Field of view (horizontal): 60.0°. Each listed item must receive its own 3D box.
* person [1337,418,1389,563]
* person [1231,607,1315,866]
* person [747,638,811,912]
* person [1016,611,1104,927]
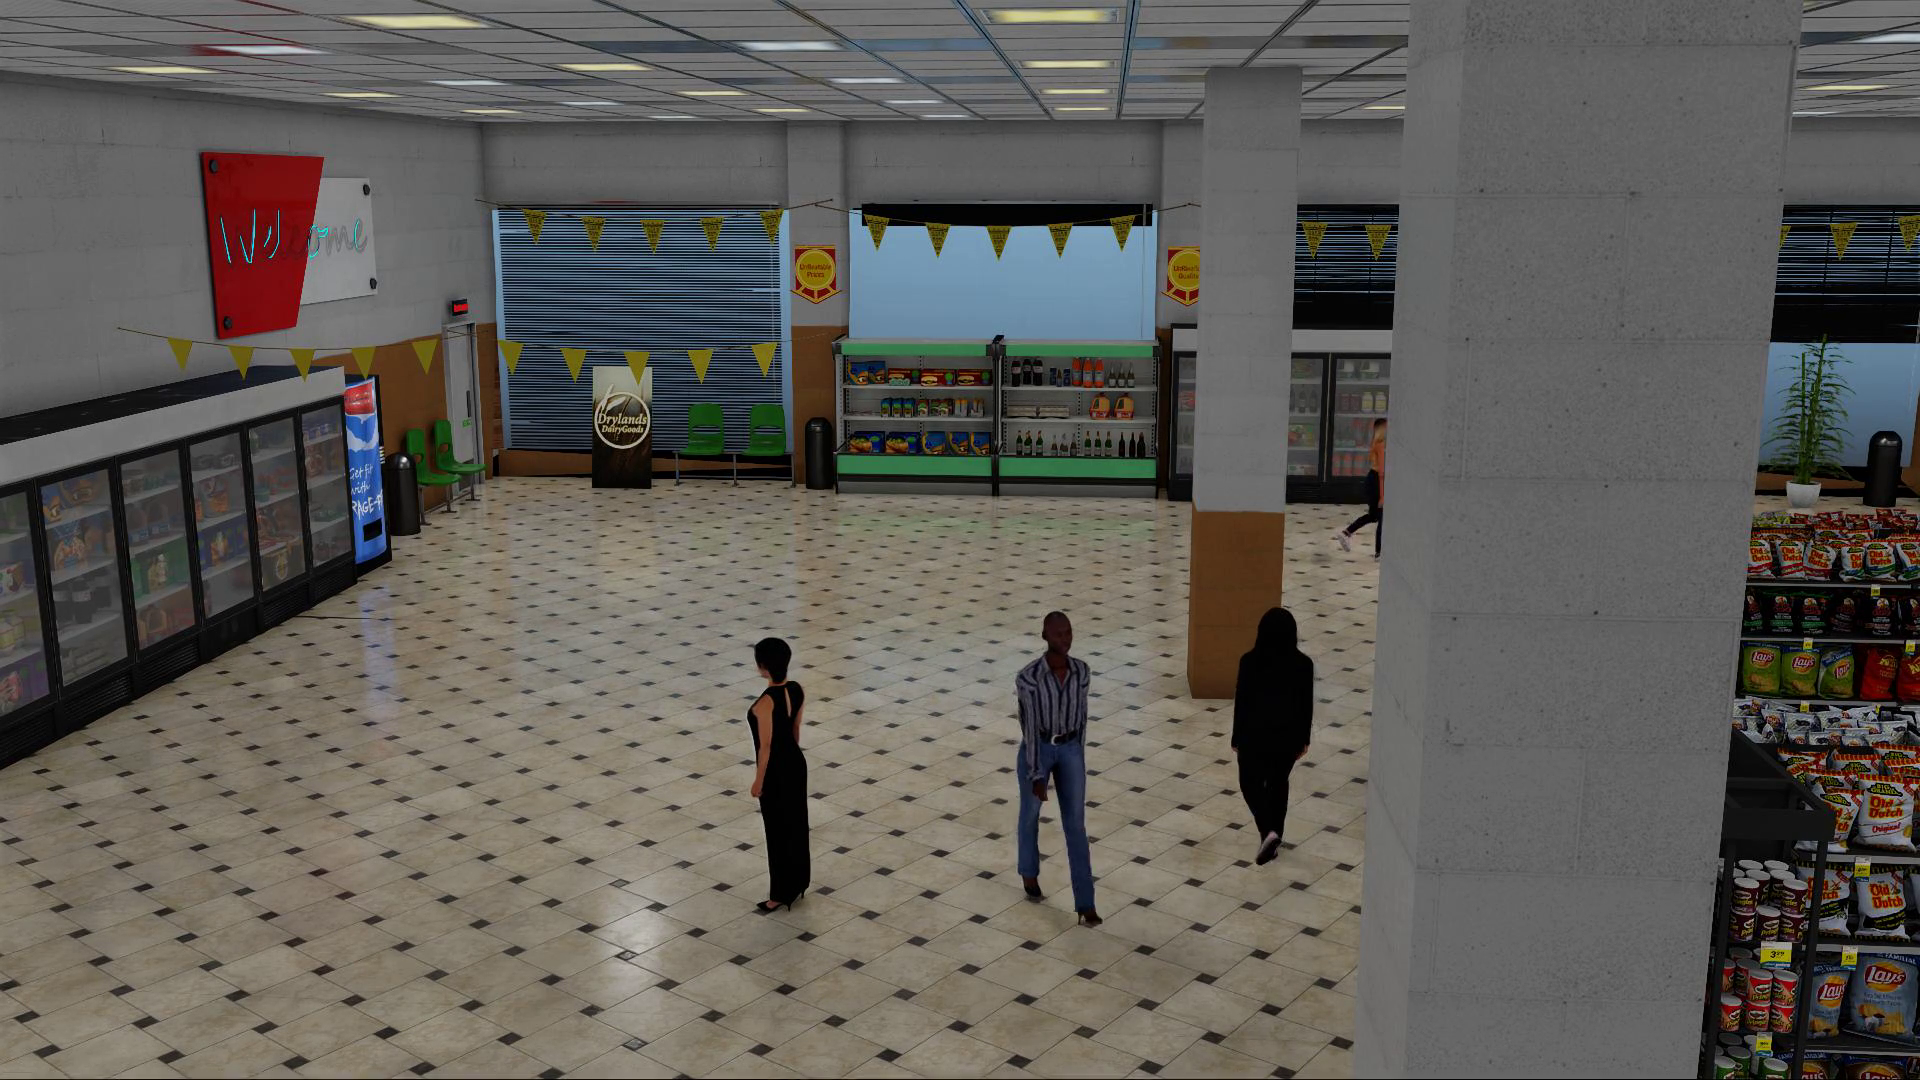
[{"bbox_3d":[4.563,-0.547,18.455,0.913,1.619,0.637,-1,12,-3],"label":"person"},{"bbox_3d":[1.902,1.222,10.093,0.864,1.601,0.794,-1,12,-5],"label":"person"},{"bbox_3d":[-1.021,1.337,9.534,0.627,1.606,0.644,6,13,26],"label":"person"},{"bbox_3d":[0.466,1.278,9.487,1.189,1.743,1.020,-4,13,-20],"label":"person"}]
